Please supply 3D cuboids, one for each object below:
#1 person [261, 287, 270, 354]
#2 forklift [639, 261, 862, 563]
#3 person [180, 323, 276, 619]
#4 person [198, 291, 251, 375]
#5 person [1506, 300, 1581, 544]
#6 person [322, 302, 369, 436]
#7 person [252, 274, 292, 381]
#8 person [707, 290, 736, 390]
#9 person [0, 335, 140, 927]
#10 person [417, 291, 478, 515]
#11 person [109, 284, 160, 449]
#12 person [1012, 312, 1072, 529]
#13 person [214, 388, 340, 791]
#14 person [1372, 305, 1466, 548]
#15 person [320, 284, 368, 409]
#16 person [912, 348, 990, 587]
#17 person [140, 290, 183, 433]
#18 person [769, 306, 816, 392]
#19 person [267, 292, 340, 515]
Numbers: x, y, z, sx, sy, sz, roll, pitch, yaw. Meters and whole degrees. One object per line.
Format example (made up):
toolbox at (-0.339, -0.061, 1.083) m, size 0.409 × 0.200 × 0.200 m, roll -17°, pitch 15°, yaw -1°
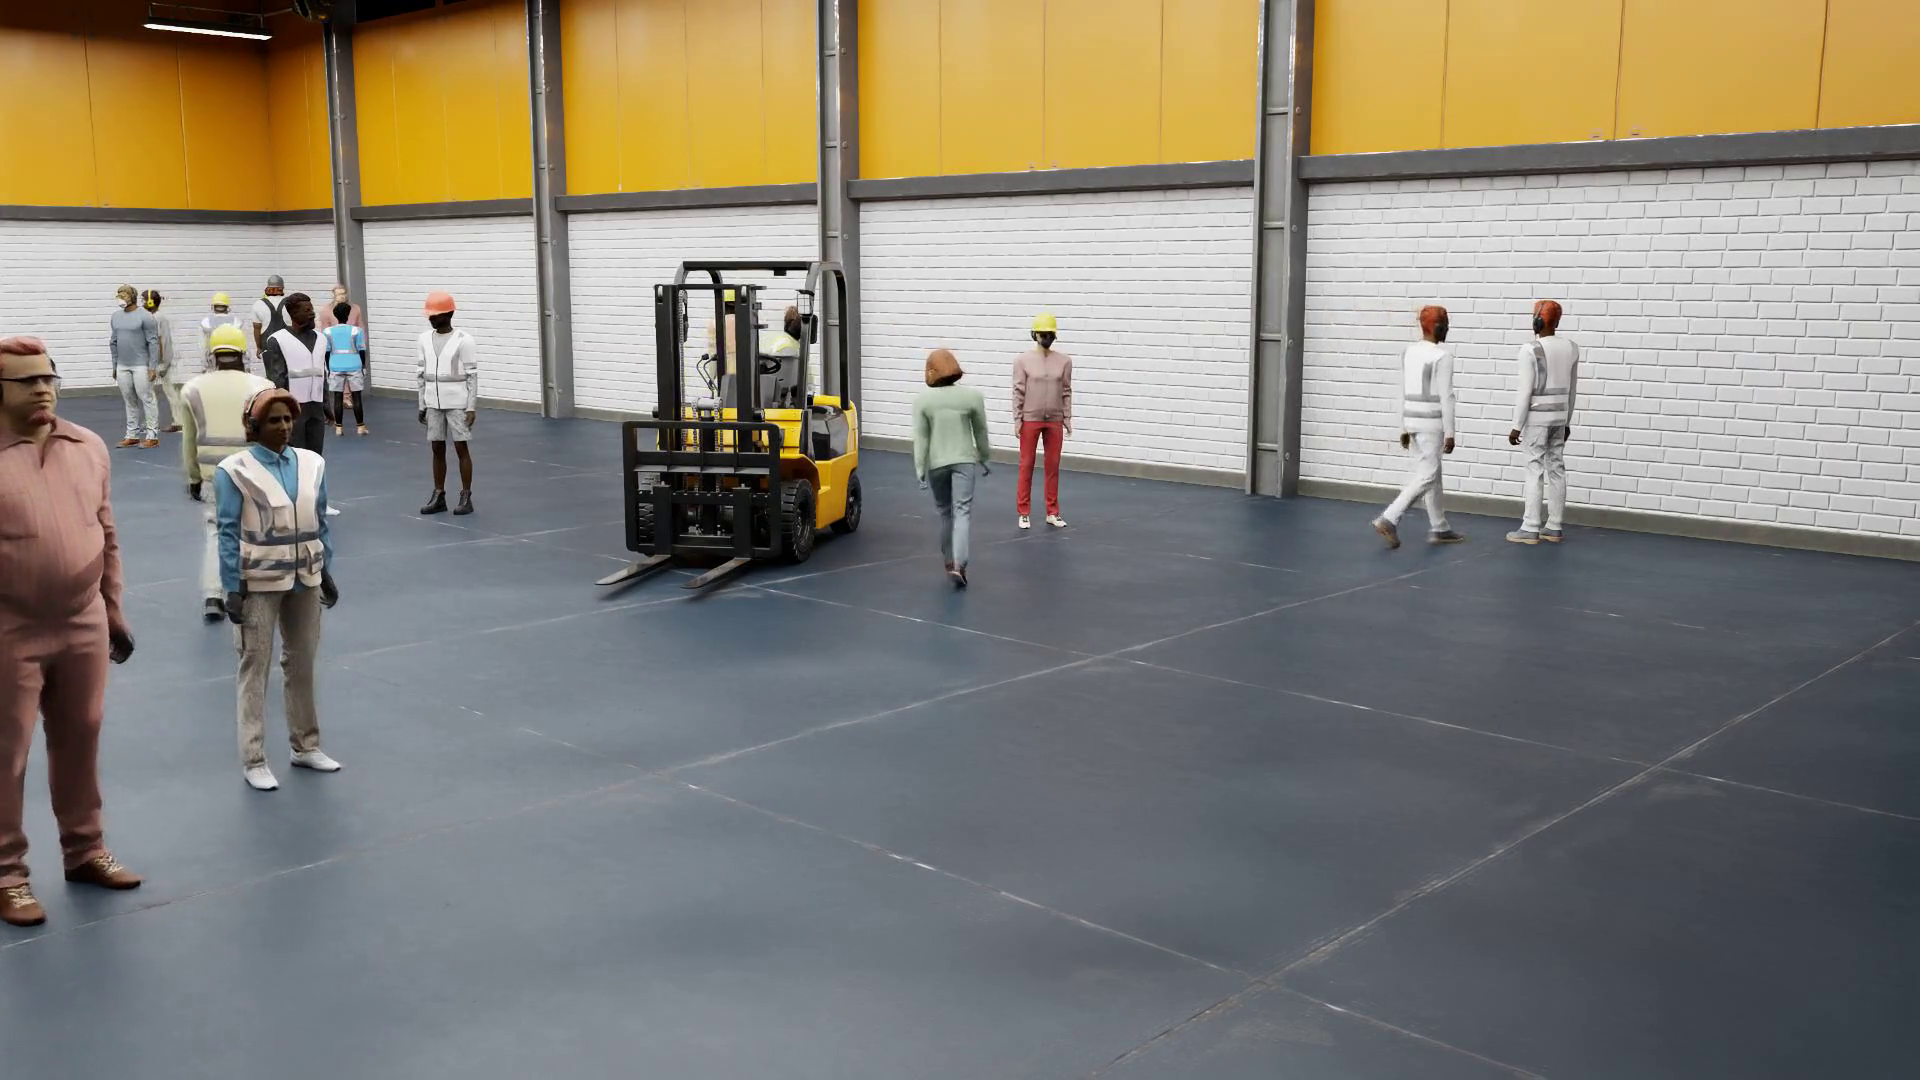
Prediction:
person at (-10.986, -3.155, 26.701) m, size 0.519 × 1.865 × 0.326 m, roll -7°, pitch 11°, yaw -36°
forklift at (-1.552, -1.040, 12.721) m, size 1.214 × 2.155 × 2.313 m, roll 2°, pitch 9°, yaw 11°
person at (-4.444, -0.430, 10.209) m, size 0.610 × 1.799 × 0.840 m, roll -1°, pitch 9°, yaw -6°
person at (-9.395, -2.256, 21.281) m, size 0.600 × 1.830 × 0.404 m, roll -4°, pitch 10°, yaw -21°
person at (4.500, -0.907, 12.851) m, size 0.572 × 1.885 × 0.356 m, roll -4°, pitch 10°, yaw -25°
person at (-7.792, -2.160, 21.103) m, size 0.531 × 1.698 × 0.320 m, roll -1°, pitch 9°, yaw -8°
person at (-9.938, -2.849, 24.283) m, size 0.676 × 2.000 × 0.536 m, roll -3°, pitch 10°, yaw -19°
person at (-2.568, -1.888, 18.727) m, size 0.588 × 1.930 × 0.361 m, roll -6°, pitch 11°, yaw -31°
person at (-3.031, 0.285, 5.482) m, size 0.402 × 1.907 × 0.649 m, roll 5°, pitch 10°, yaw 28°
person at (-4.432, -1.172, 14.339) m, size 0.542 × 1.930 × 0.375 m, roll 2°, pitch 9°, yaw 12°
person at (-9.761, -2.045, 19.661) m, size 0.635 × 1.938 × 0.359 m, roll 3°, pitch 10°, yaw 16°
person at (0.677, -0.972, 13.612) m, size 0.532 × 1.768 × 0.317 m, roll -3°, pitch 10°, yaw -18°
person at (-2.807, 0.193, 6.859) m, size 0.310 × 1.638 × 0.523 m, roll 6°, pitch 11°, yaw 32°
person at (3.525, -0.861, 12.671) m, size 0.883 × 1.856 × 0.591 m, roll -3°, pitch 10°, yaw -18°
person at (-9.389, -2.947, 25.335) m, size 0.652 × 1.888 × 0.725 m, roll -8°, pitch 12°, yaw -41°
person at (-0.067, -0.505, 11.269) m, size 0.520 × 1.585 × 0.870 m, roll 1°, pitch 9°, yaw 4°
person at (-10.412, -2.283, 21.410) m, size 0.760 × 1.839 × 0.573 m, roll -2°, pitch 9°, yaw -11°
person at (-1.465, -1.115, 14.390) m, size 0.441 × 1.815 × 0.658 m, roll 0°, pitch 9°, yaw 3°
person at (-5.590, -1.135, 14.139) m, size 0.383 × 1.921 × 0.597 m, roll 4°, pitch 10°, yaw 23°
